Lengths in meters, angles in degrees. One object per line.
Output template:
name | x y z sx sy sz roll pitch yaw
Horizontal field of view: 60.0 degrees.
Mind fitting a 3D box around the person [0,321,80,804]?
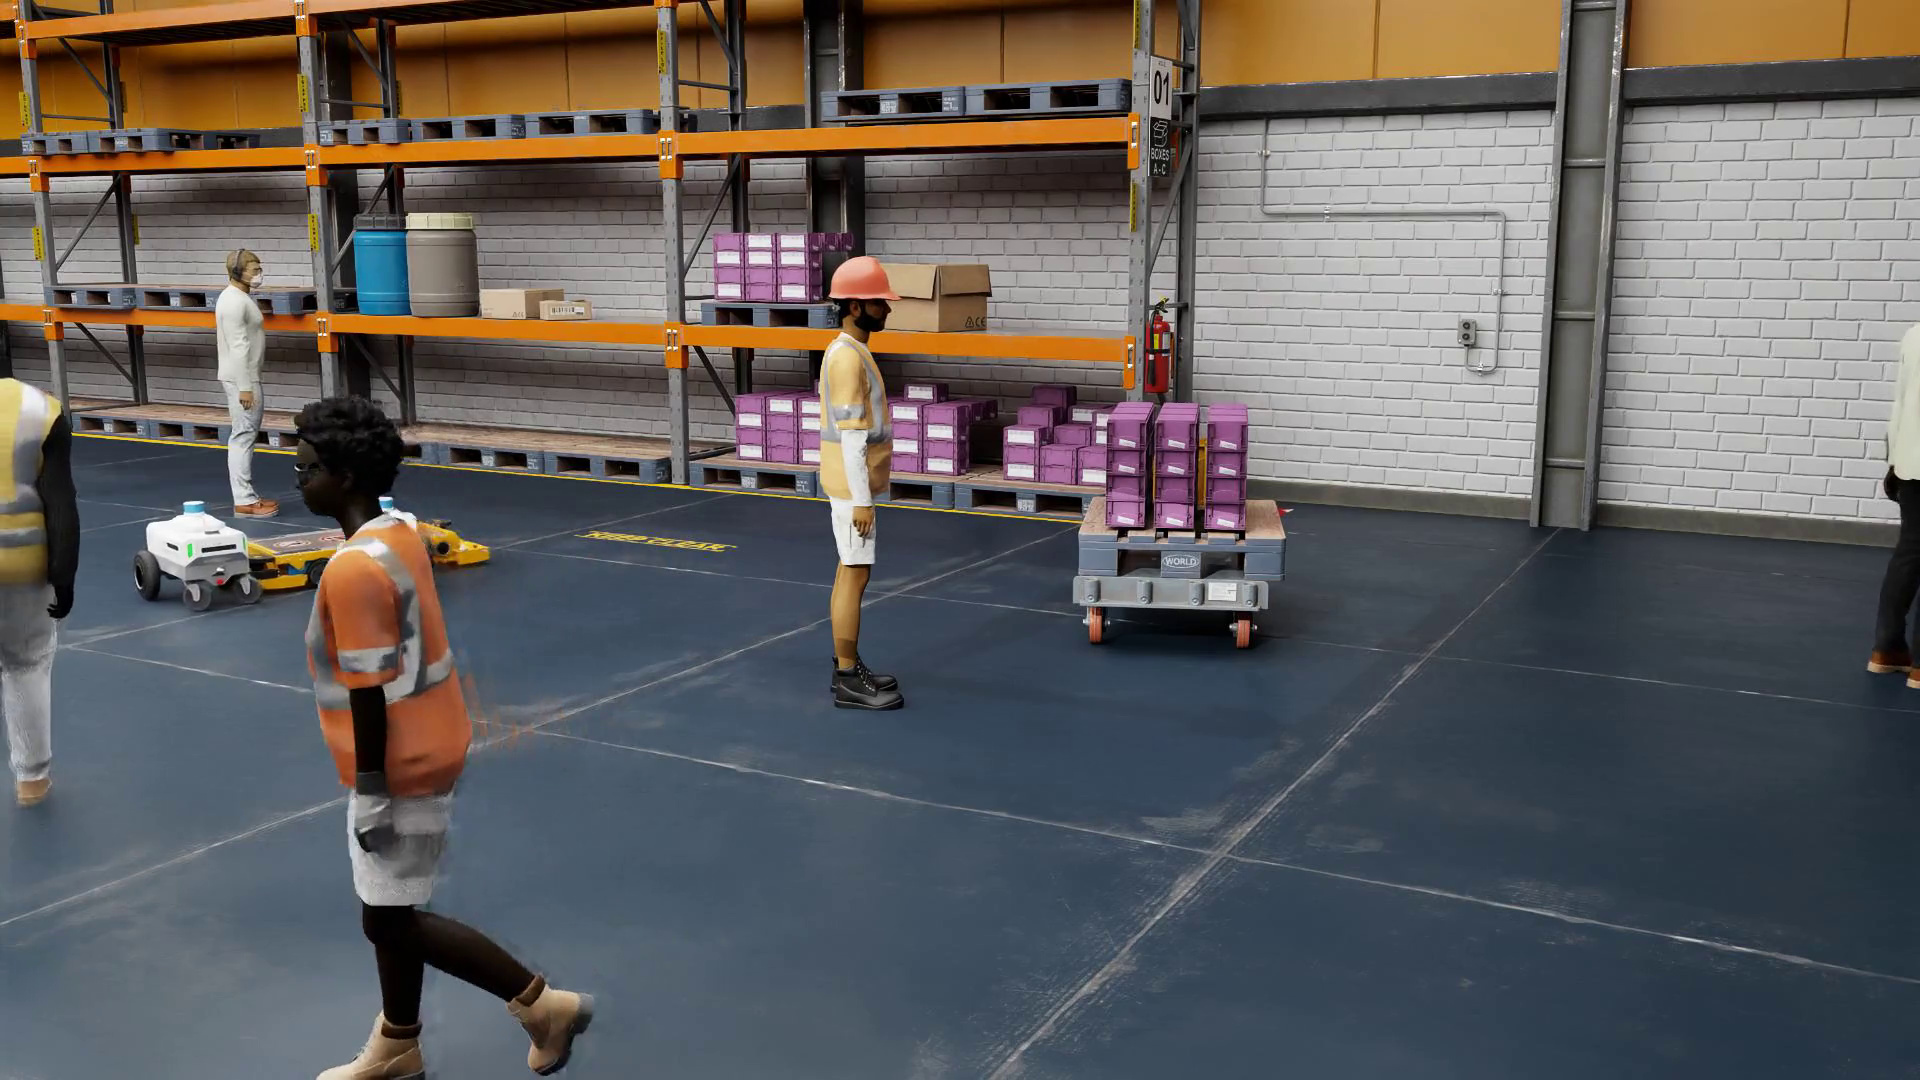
person | -3.322 0.102 5.643 0.624 1.819 0.812 -5 12 -27

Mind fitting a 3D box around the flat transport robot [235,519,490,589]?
flat transport robot | -3.655 0.071 10.035 1.431 0.197 0.652 -9 14 -40

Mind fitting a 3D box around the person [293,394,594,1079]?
person | -1.202 0.501 3.810 0.593 1.679 0.541 -2 11 -10

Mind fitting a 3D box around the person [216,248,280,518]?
person | -5.183 -1.132 12.060 0.353 1.936 0.633 -4 11 -20

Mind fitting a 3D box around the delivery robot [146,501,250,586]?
delivery robot | -4.236 0.029 9.235 0.477 0.478 0.707 -9 14 -42

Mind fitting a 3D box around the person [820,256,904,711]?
person | -0.425 -0.240 7.172 0.359 1.938 0.545 -1 10 -5

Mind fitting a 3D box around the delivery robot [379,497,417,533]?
delivery robot | -3.236 0.003 9.377 0.477 0.478 0.707 -3 11 -18

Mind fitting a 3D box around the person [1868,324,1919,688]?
person | 4.423 -0.311 7.430 0.408 1.985 0.636 -2 11 -10
